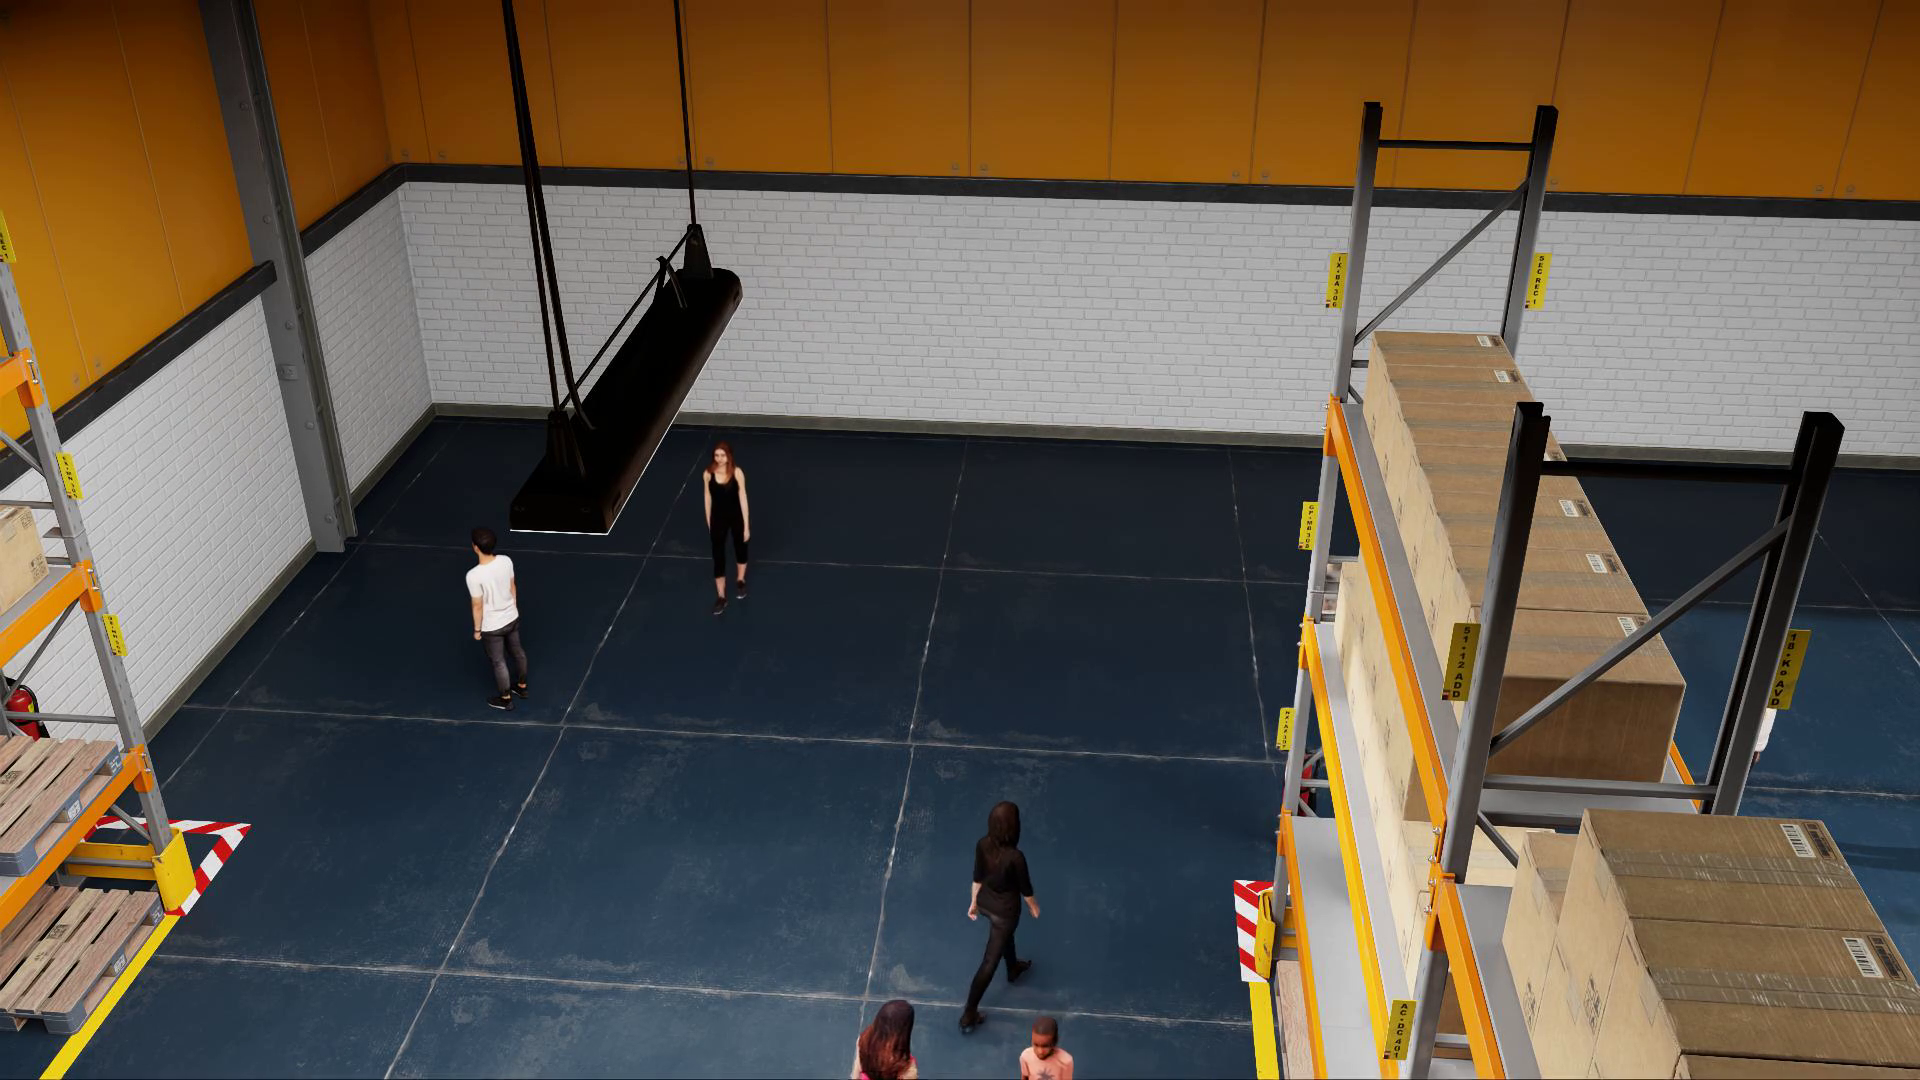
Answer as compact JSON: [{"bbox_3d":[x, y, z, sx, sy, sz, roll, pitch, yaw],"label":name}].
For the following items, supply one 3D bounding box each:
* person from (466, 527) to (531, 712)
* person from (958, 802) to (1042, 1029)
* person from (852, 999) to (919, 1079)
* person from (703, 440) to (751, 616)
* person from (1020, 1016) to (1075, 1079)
[{"bbox_3d":[-3.935,0.656,14.148,0.764,1.722,0.648,19,34,31],"label":"person"},{"bbox_3d":[0.210,2.485,10.916,1.089,1.606,0.982,-26,38,-38],"label":"person"},{"bbox_3d":[-0.487,3.298,9.390,0.757,1.640,0.813,23,36,36],"label":"person"},{"bbox_3d":[-2.164,-0.216,15.764,0.623,1.704,0.885,0,29,0],"label":"person"},{"bbox_3d":[0.537,3.273,9.793,0.508,1.299,0.898,4,29,7],"label":"person"}]
